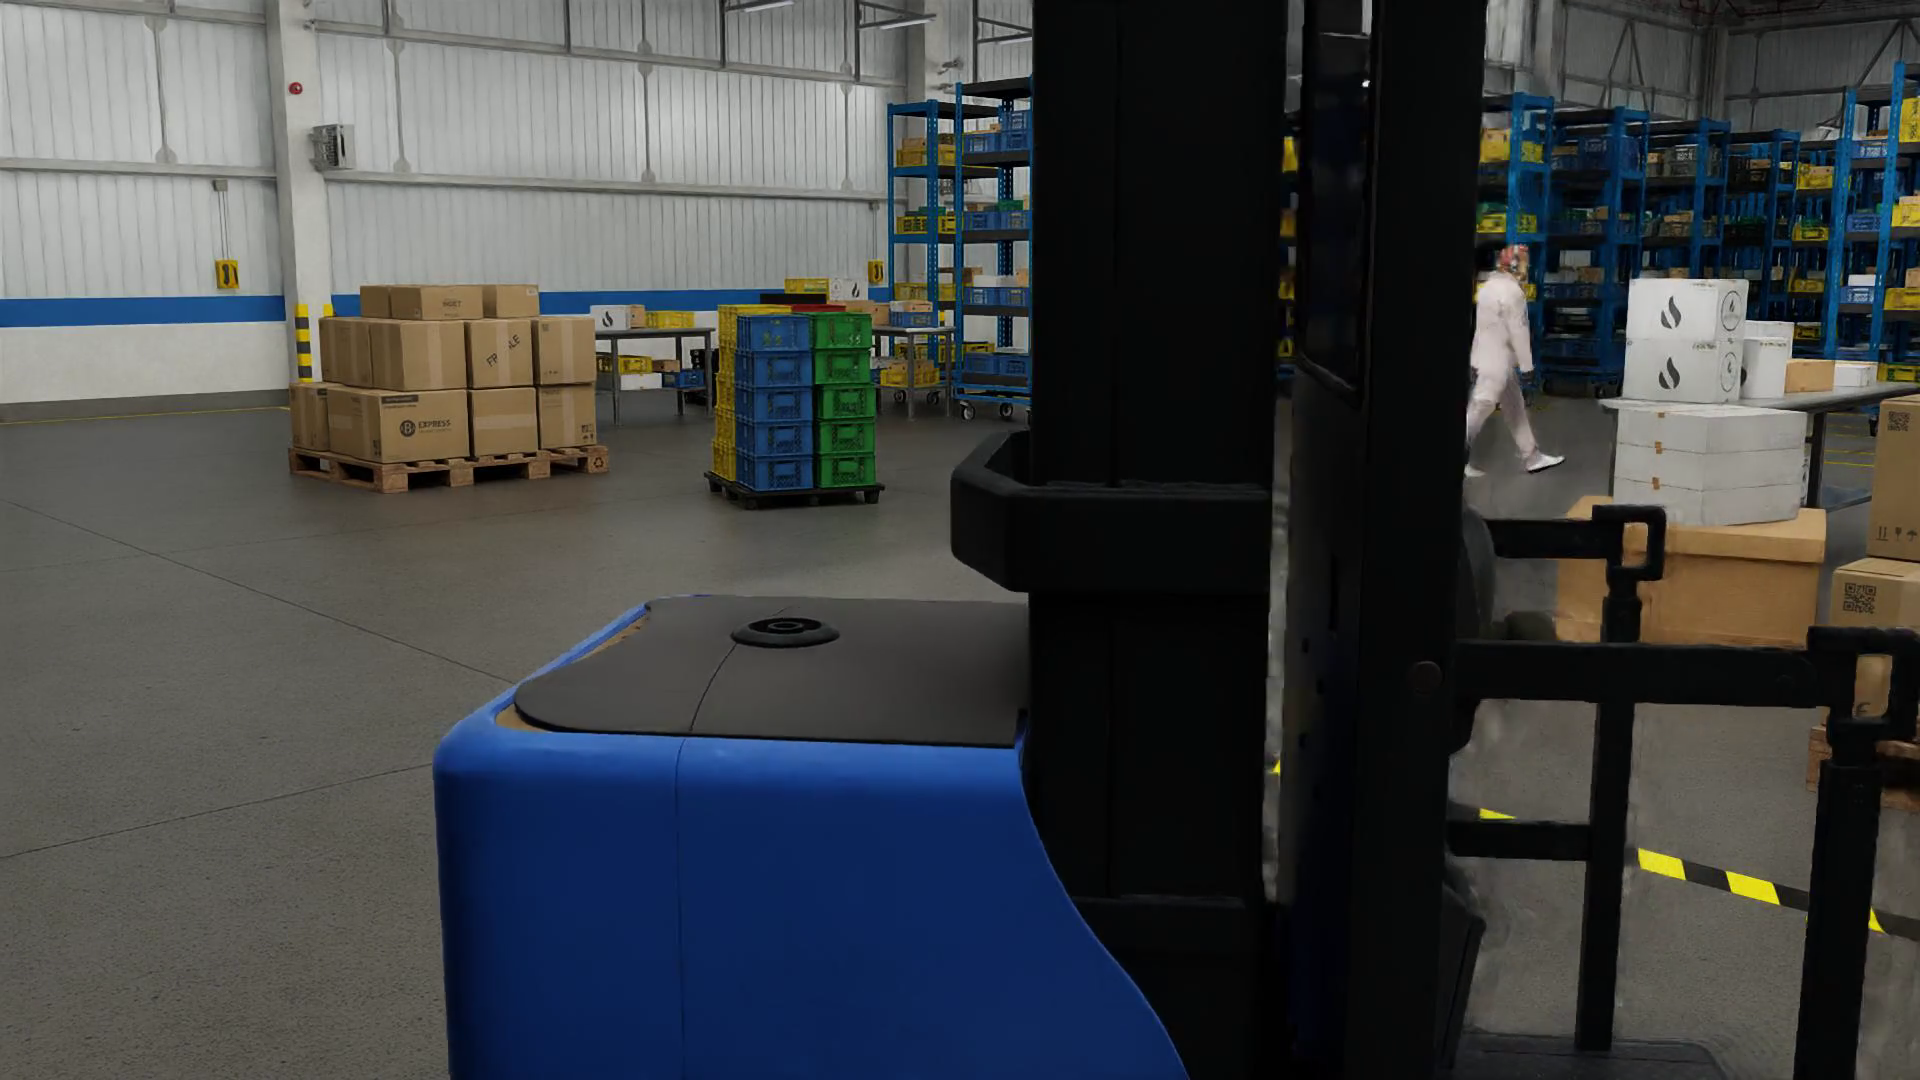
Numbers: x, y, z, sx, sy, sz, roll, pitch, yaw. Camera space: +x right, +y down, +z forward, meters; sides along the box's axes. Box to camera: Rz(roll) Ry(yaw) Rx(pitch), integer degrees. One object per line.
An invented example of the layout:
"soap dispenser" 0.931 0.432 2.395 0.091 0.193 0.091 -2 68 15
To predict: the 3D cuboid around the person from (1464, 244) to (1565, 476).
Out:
"person" 4.354 -1.414 13.225 1.019 1.845 0.641 0 9 2
